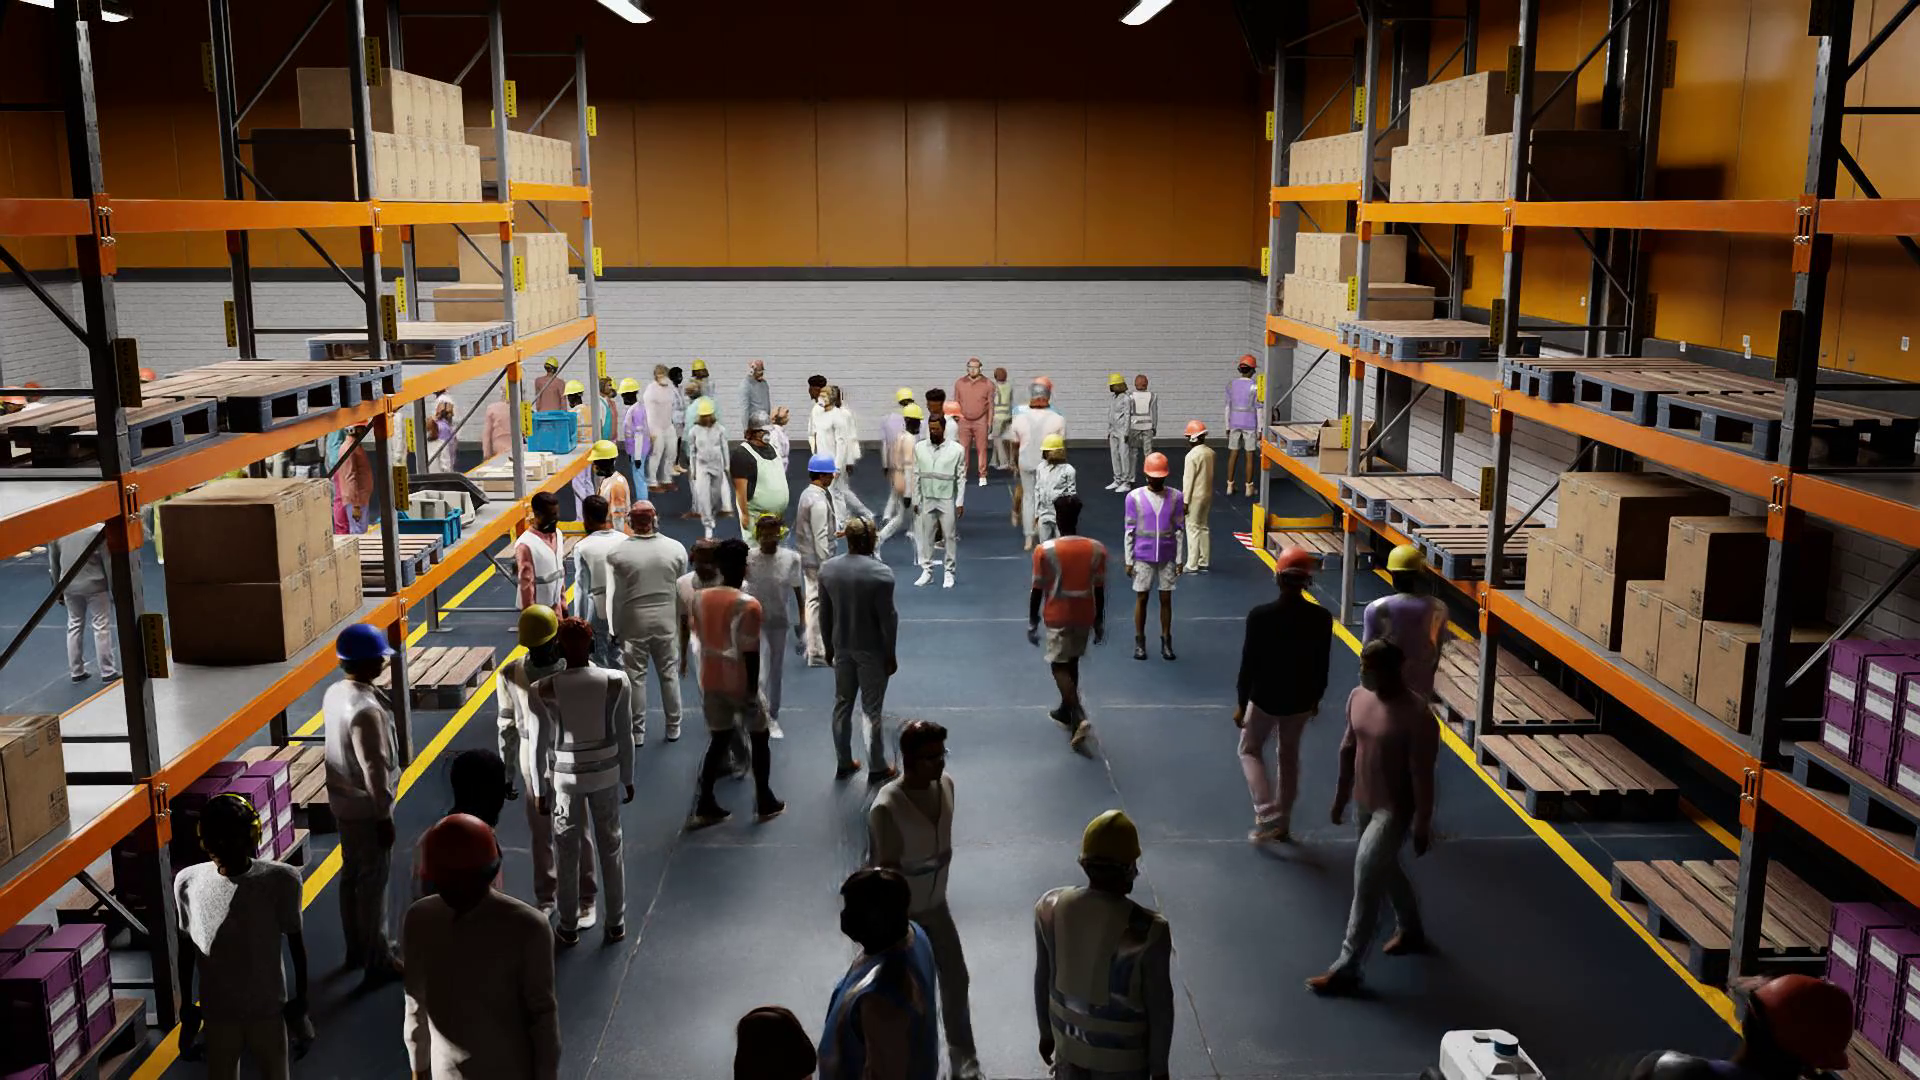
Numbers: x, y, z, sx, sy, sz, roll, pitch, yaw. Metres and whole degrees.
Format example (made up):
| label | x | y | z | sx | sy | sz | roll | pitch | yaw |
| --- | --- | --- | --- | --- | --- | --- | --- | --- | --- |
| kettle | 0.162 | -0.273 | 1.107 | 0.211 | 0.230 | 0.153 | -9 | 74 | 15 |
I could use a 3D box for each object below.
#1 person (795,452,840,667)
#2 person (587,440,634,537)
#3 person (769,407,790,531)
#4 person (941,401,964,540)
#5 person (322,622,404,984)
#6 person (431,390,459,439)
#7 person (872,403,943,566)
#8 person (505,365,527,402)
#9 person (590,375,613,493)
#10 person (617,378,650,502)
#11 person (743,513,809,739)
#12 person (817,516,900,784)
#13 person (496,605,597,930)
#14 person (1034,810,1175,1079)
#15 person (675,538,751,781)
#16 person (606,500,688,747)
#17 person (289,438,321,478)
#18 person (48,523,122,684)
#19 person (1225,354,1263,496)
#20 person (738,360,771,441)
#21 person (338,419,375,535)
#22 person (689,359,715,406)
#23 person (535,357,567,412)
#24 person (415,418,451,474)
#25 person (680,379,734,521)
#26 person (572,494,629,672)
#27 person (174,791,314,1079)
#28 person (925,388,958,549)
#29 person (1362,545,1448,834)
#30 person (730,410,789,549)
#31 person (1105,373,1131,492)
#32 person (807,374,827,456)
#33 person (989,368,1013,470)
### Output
| label | x | y | z | sx | sy | sz | roll | pitch | yaw |
| --- | --- | --- | --- | --- | --- | --- | --- | --- | --- |
| person | -1.274 | 0.174 | 15.022 | 0.418 | 1.939 | 0.608 | -3 | 12 | -13 |
| person | -3.356 | -0.017 | 16.041 | 0.409 | 1.918 | 0.585 | -5 | 12 | -22 |
| person | -2.309 | -0.875 | 21.060 | 0.323 | 1.629 | 0.518 | 1 | 11 | 7 |
| person | -0.128 | -0.863 | 20.720 | 0.358 | 1.742 | 0.579 | -2 | 11 | -10 |
| person | -3.167 | 1.392 | 8.886 | 0.399 | 1.946 | 0.609 | -9 | 14 | -38 |
| person | -7.224 | -1.408 | 23.220 | 0.457 | 1.825 | 0.604 | -3 | 12 | -16 |
| person | -0.662 | -0.634 | 19.186 | 0.812 | 1.901 | 0.590 | -3 | 12 | -14 |
| person | -7.142 | -2.125 | 26.749 | 0.386 | 1.867 | 0.619 | 0 | 11 | -1 |
| person | -4.932 | -1.361 | 22.977 | 0.349 | 1.839 | 0.504 | -1 | 11 | -6 |
| person | -4.270 | -1.169 | 21.811 | 0.398 | 1.918 | 0.590 | -3 | 12 | -15 |
| person | -1.424 | 0.699 | 12.661 | 0.546 | 1.824 | 0.899 | -2 | 11 | -9 |
| person | -0.722 | 0.789 | 11.944 | 0.628 | 1.936 | 0.377 | 6 | 13 | 29 |
| person | -2.334 | 1.290 | 9.497 | 0.594 | 1.911 | 0.399 | 0 | 11 | -2 |
| person | 0.558 | 1.942 | 6.474 | 0.609 | 1.821 | 0.414 | 9 | 14 | 37 |
| person | -1.765 | 0.858 | 11.898 | 0.599 | 1.814 | 0.463 | 7 | 13 | 33 |
| person | -2.400 | 0.637 | 12.778 | 0.651 | 1.906 | 0.409 | -5 | 12 | -25 |
| person | -8.490 | -1.000 | 21.537 | 0.320 | 1.692 | 0.538 | 3 | 12 | 17 |
| person | -7.591 | 0.384 | 14.457 | 0.569 | 1.744 | 0.349 | 0 | 11 | 1 |
| person | 4.102 | -1.650 | 23.941 | 0.604 | 2.034 | 0.417 | 8 | 14 | 34 |
| person | -3.013 | -1.735 | 24.718 | 0.402 | 1.894 | 0.649 | 6 | 13 | 26 |
| person | -6.455 | -0.424 | 17.873 | 0.385 | 1.993 | 0.624 | -3 | 12 | -12 |
| person | -4.115 | -2.012 | 26.503 | 0.482 | 1.734 | 0.341 | 5 | 13 | 25 |
| person | -6.534 | -2.048 | 26.633 | 0.533 | 1.753 | 0.342 | 2 | 11 | 11 |
| person | -6.368 | -0.695 | 20.178 | 0.528 | 1.608 | 0.398 | 6 | 13 | 27 |
| person | -3.381 | -1.186 | 21.943 | 0.688 | 1.890 | 0.672 | 4 | 12 | 21 |
| person | -2.778 | 0.592 | 13.006 | 0.405 | 1.909 | 0.597 | 7 | 13 | 30 |
| person | -2.837 | 1.888 | 6.592 | 0.517 | 1.874 | 0.327 | -2 | 11 | -9 |
| person | -0.263 | -0.877 | 20.244 | 0.371 | 1.960 | 0.608 | -7 | 13 | -31 |
| person | 2.927 | 0.968 | 11.132 | 0.583 | 1.896 | 0.729 | 0 | 11 | -1 |
| person | -2.036 | -0.341 | 17.343 | 0.538 | 2.000 | 0.683 | 7 | 13 | 30 |
| person | 2.304 | -1.576 | 24.317 | 0.324 | 1.730 | 0.494 | -7 | 13 | -30 |
| person | -1.814 | -1.195 | 21.852 | 0.390 | 1.957 | 0.608 | 2 | 11 | 9 |
| person | 0.616 | -1.917 | 26.316 | 0.551 | 1.619 | 0.561 | 10 | 15 | 42 |
